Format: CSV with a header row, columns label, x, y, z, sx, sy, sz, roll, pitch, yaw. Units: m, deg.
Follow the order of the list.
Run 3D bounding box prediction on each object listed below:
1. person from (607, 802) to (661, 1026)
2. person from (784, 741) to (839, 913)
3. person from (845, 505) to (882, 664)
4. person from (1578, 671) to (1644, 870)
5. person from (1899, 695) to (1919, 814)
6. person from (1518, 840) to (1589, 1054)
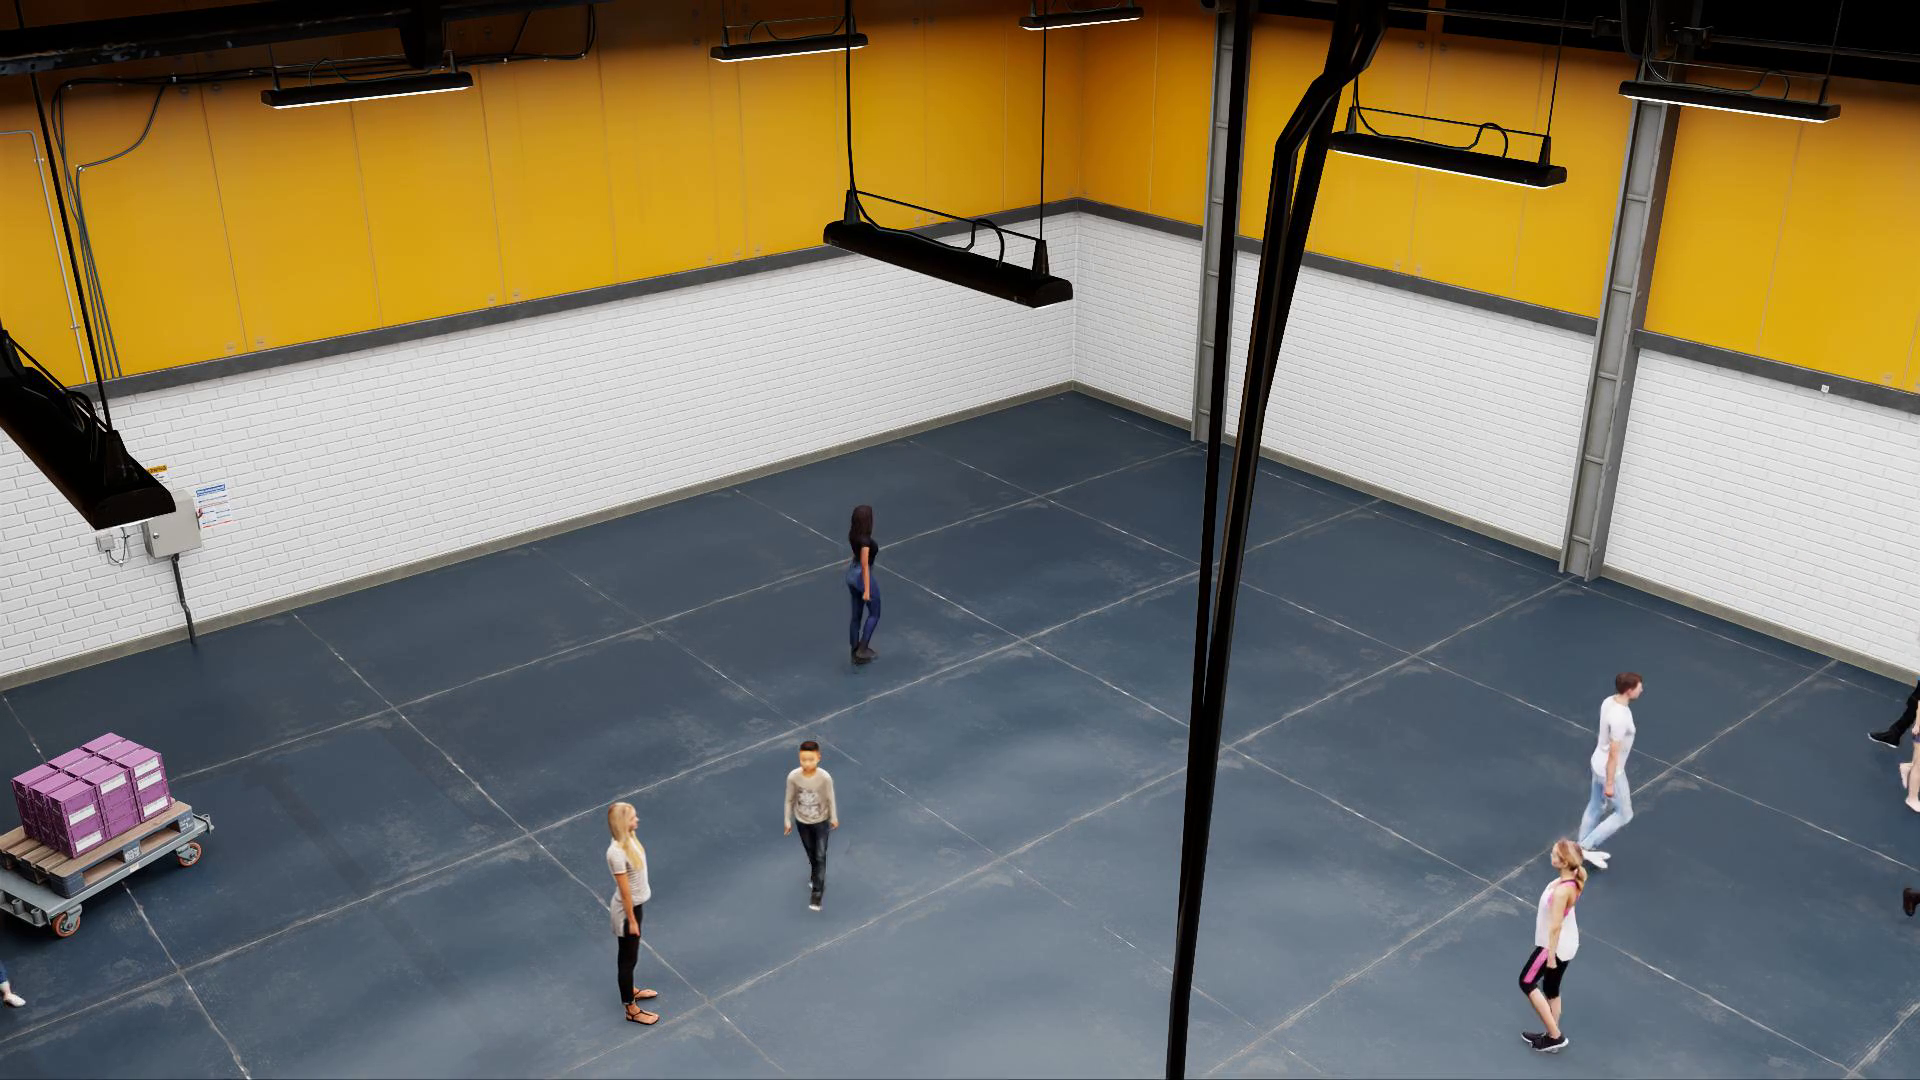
label,x,y,z,sx,sy,sz,roll,pitch,yaw
person,-2.476,2.743,12.364,0.750,1.826,0.645,-3,24,-7
person,-1.218,2.296,13.870,0.963,1.439,1.002,3,24,7
person,-1.086,0.492,17.654,0.685,1.713,0.565,-10,26,-22
person,5.428,1.950,14.157,0.854,1.842,0.804,3,24,8
person,8.744,1.670,15.060,0.765,1.634,0.854,-5,24,-11
person,4.370,2.957,11.939,0.668,1.775,0.646,19,30,37
